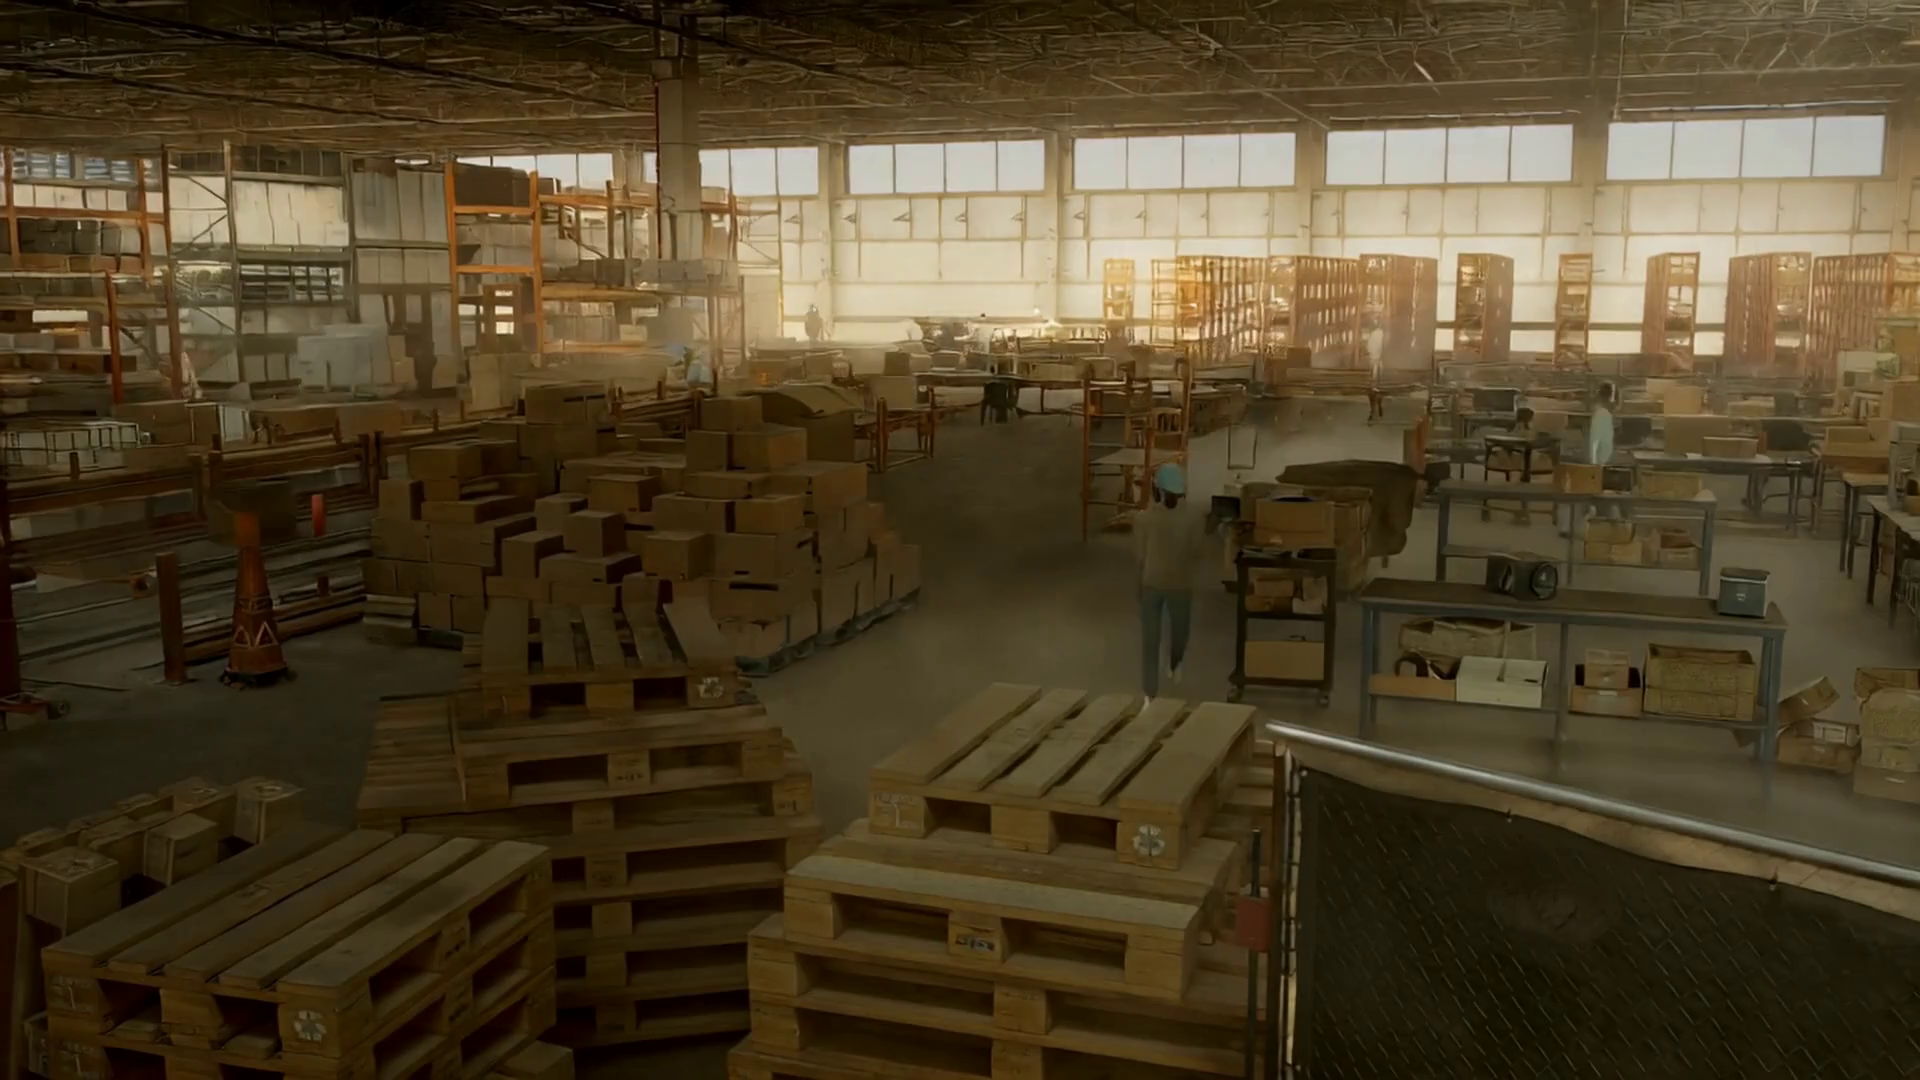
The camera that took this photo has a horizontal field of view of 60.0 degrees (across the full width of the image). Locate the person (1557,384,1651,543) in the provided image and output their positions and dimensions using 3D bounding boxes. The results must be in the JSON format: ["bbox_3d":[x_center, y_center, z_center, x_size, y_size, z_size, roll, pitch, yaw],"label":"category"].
[{"bbox_3d":[7.269,-0.843,18.737,1.003,1.808,0.544,3,10,20],"label":"person"}]

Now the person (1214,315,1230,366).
[{"bbox_3d":[8.055,-6.136,51.981,0.936,1.797,0.595,1,9,4],"label":"person"}]

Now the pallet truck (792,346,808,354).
[{"bbox_3d":[-3.705,-4.298,42.022,0.653,1.274,1.630,3,10,20],"label":"pallet truck"}]

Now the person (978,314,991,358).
[{"bbox_3d":[0.779,-6.557,54.797,0.345,1.746,0.573,7,11,37],"label":"person"}]

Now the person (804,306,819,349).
[{"bbox_3d":[-5.802,-8.225,64.982,0.656,1.860,0.981,-4,10,-26],"label":"person"}]

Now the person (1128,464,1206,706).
[{"bbox_3d":[1.456,0.304,11.765,0.546,1.739,0.604,1,9,4],"label":"person"}]

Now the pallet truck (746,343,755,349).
[{"bbox_3d":[-6.183,-4.618,44.264,1.601,1.201,0.680,-9,12,-43],"label":"pallet truck"}]

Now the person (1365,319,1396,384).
[{"bbox_3d":[11.066,-4.887,43.924,0.921,1.877,0.627,3,10,19],"label":"person"}]

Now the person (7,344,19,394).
[{"bbox_3d":[-19.463,-3.221,34.160,0.873,1.647,0.541,3,9,16],"label":"person"}]

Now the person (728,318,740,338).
[{"bbox_3d":[-6.637,-5.669,49.147,0.949,1.783,0.604,4,10,25],"label":"person"}]

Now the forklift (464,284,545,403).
[{"bbox_3d":[-10.832,-4.702,39.610,1.129,2.768,1.873,3,10,20],"label":"forklift"}]

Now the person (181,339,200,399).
[{"bbox_3d":[-16.466,-3.454,35.511,0.401,1.676,0.551,-6,11,-32],"label":"person"}]

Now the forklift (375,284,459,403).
[{"bbox_3d":[-13.045,-4.739,39.846,1.129,2.768,1.873,3,10,20],"label":"forklift"}]

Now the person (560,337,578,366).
[{"bbox_3d":[-8.899,-3.879,37.538,0.971,1.907,0.597,-5,10,-28],"label":"person"}]
